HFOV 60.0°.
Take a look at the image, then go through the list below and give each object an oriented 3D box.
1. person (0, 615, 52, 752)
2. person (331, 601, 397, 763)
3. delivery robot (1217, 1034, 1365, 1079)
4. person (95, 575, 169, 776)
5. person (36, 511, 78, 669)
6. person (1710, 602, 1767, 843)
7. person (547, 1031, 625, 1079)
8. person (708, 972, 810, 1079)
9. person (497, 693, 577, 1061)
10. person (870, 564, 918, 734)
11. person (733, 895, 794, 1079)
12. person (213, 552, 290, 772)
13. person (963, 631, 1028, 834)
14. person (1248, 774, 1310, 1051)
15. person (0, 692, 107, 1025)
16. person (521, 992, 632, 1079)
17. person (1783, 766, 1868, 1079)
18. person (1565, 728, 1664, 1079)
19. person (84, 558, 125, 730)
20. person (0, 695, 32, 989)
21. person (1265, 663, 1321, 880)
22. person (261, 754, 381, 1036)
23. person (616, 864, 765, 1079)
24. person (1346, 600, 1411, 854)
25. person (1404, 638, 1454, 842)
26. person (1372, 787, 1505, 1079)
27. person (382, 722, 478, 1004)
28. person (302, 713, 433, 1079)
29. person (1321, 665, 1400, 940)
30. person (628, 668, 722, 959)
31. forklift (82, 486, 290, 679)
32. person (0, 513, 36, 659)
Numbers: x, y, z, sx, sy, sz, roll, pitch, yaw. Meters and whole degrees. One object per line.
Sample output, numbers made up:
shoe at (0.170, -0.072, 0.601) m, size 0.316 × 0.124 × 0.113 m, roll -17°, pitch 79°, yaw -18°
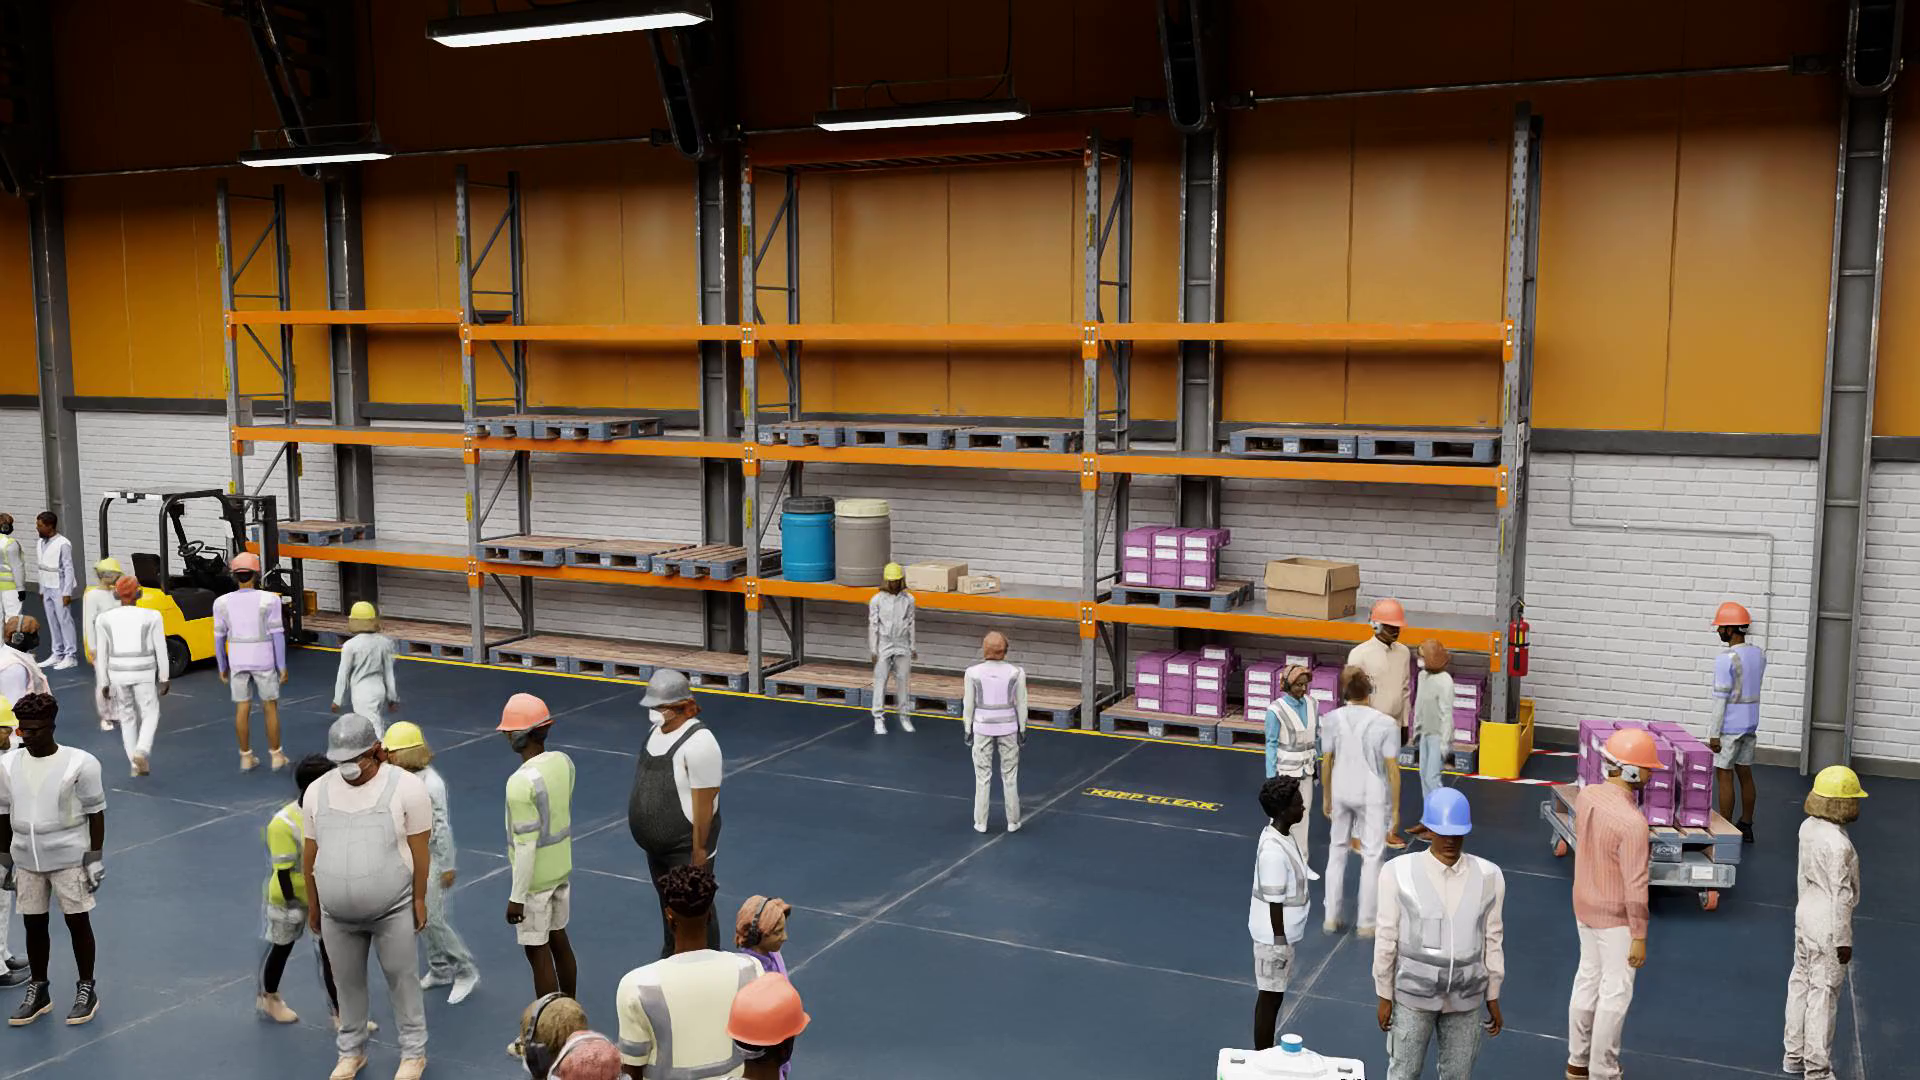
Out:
person at (-7.372, 1.494, 13.100) m, size 0.429 × 1.830 × 0.635 m, roll -4°, pitch 8°, yaw -29°
person at (-5.198, 1.381, 14.585) m, size 0.934 × 1.691 × 0.496 m, roll 3°, pitch 8°, yaw 26°
delivery robot at (1.625, 2.674, 8.162) m, size 0.707 × 0.478 × 0.477 m, roll 1°, pitch 7°, yaw 11°
person at (-7.463, 1.251, 14.993) m, size 0.583 × 1.860 × 0.632 m, roll -2°, pitch 7°, yaw -13°
person at (-10.919, 0.600, 20.109) m, size 0.590 × 1.916 × 0.389 m, roll 4°, pitch 8°, yaw 32°
person at (6.057, 1.447, 13.075) m, size 0.543 × 1.929 × 0.386 m, roll -4°, pitch 8°, yaw -31°
person at (-1.136, 2.440, 5.069) m, size 0.463 × 1.903 × 0.716 m, roll 3°, pitch 8°, yaw 25°
person at (-0.625, 2.364, 5.440) m, size 0.543 × 1.939 × 0.362 m, roll 3°, pitch 8°, yaw 25°
person at (-2.361, 1.856, 9.224) m, size 0.394 × 2.039 × 0.614 m, roll 1°, pitch 7°, yaw 11°
person at (-0.659, 1.097, 16.785) m, size 0.507 × 1.732 × 0.365 m, roll -3°, pitch 7°, yaw -22°
person at (-0.863, 2.311, 7.138) m, size 0.323 × 1.630 × 0.525 m, roll 1°, pitch 7°, yaw 7°
person at (-6.500, 1.124, 15.282) m, size 0.630 × 2.036 × 0.402 m, roll -1°, pitch 7°, yaw -4°
person at (0.284, 1.552, 13.387) m, size 0.523 × 1.636 × 0.311 m, roll 0°, pitch 7°, yaw 0°
person at (1.691, 2.074, 8.815) m, size 0.318 × 1.700 × 0.535 m, roll 1°, pitch 7°, yaw 12°
person at (-5.283, 1.840, 9.657) m, size 0.612 × 1.964 × 0.363 m, roll 0°, pitch 7°, yaw -1°
person at (-1.247, 2.388, 5.308) m, size 0.386 × 1.928 × 0.641 m, roll 3°, pitch 8°, yaw 25°
person at (4.607, 2.051, 8.828) m, size 0.295 × 1.744 × 0.485 m, roll 1°, pitch 7°, yaw 4°
person at (3.422, 1.951, 8.690) m, size 0.404 × 1.982 × 0.629 m, roll -1°, pitch 7°, yaw -7°
person at (-8.750, 1.069, 17.016) m, size 0.348 × 1.735 × 0.568 m, roll 1°, pitch 7°, yaw 10°
person at (-5.928, 1.848, 10.209) m, size 0.403 × 1.819 × 0.601 m, roll -4°, pitch 8°, yaw -29°
person at (2.427, 1.703, 12.165) m, size 0.524 × 1.631 × 0.316 m, roll -5°, pitch 8°, yaw -35°
person at (-3.721, 2.020, 9.506) m, size 0.869 × 1.636 × 0.539 m, roll 4°, pitch 8°, yaw 29°
person at (-1.039, 2.236, 6.496) m, size 0.599 × 1.947 × 0.379 m, roll -4°, pitch 8°, yaw -28°
person at (3.264, 1.439, 12.909) m, size 0.625 × 1.985 × 0.411 m, roll -4°, pitch 8°, yaw -29°
person at (3.746, 1.580, 13.203) m, size 0.312 × 1.624 × 0.544 m, roll -1°, pitch 7°, yaw -10°
person at (2.209, 2.088, 7.680) m, size 0.602 × 1.949 × 0.387 m, roll 0°, pitch 7°, yaw -2°
person at (-3.232, 1.924, 10.002) m, size 0.513 × 1.715 × 0.459 m, roll 5°, pitch 9°, yaw 37°
person at (-3.184, 1.898, 8.877) m, size 0.686 × 2.000 × 0.535 m, roll 0°, pitch 7°, yaw 0°
person at (2.636, 1.750, 11.025) m, size 0.566 × 1.821 × 0.343 m, roll 4°, pitch 8°, yaw 33°
person at (-1.736, 1.757, 10.042) m, size 0.536 × 2.000 × 0.688 m, roll -6°, pitch 9°, yaw -40°
forklift at (-9.426, 0.454, 20.179) m, size 1.214 × 2.155 × 2.313 m, roll 3°, pitch 8°, yaw 26°
person at (-11.764, 0.586, 20.531) m, size 0.626 × 1.844 × 0.429 m, roll 3°, pitch 7°, yaw 23°
